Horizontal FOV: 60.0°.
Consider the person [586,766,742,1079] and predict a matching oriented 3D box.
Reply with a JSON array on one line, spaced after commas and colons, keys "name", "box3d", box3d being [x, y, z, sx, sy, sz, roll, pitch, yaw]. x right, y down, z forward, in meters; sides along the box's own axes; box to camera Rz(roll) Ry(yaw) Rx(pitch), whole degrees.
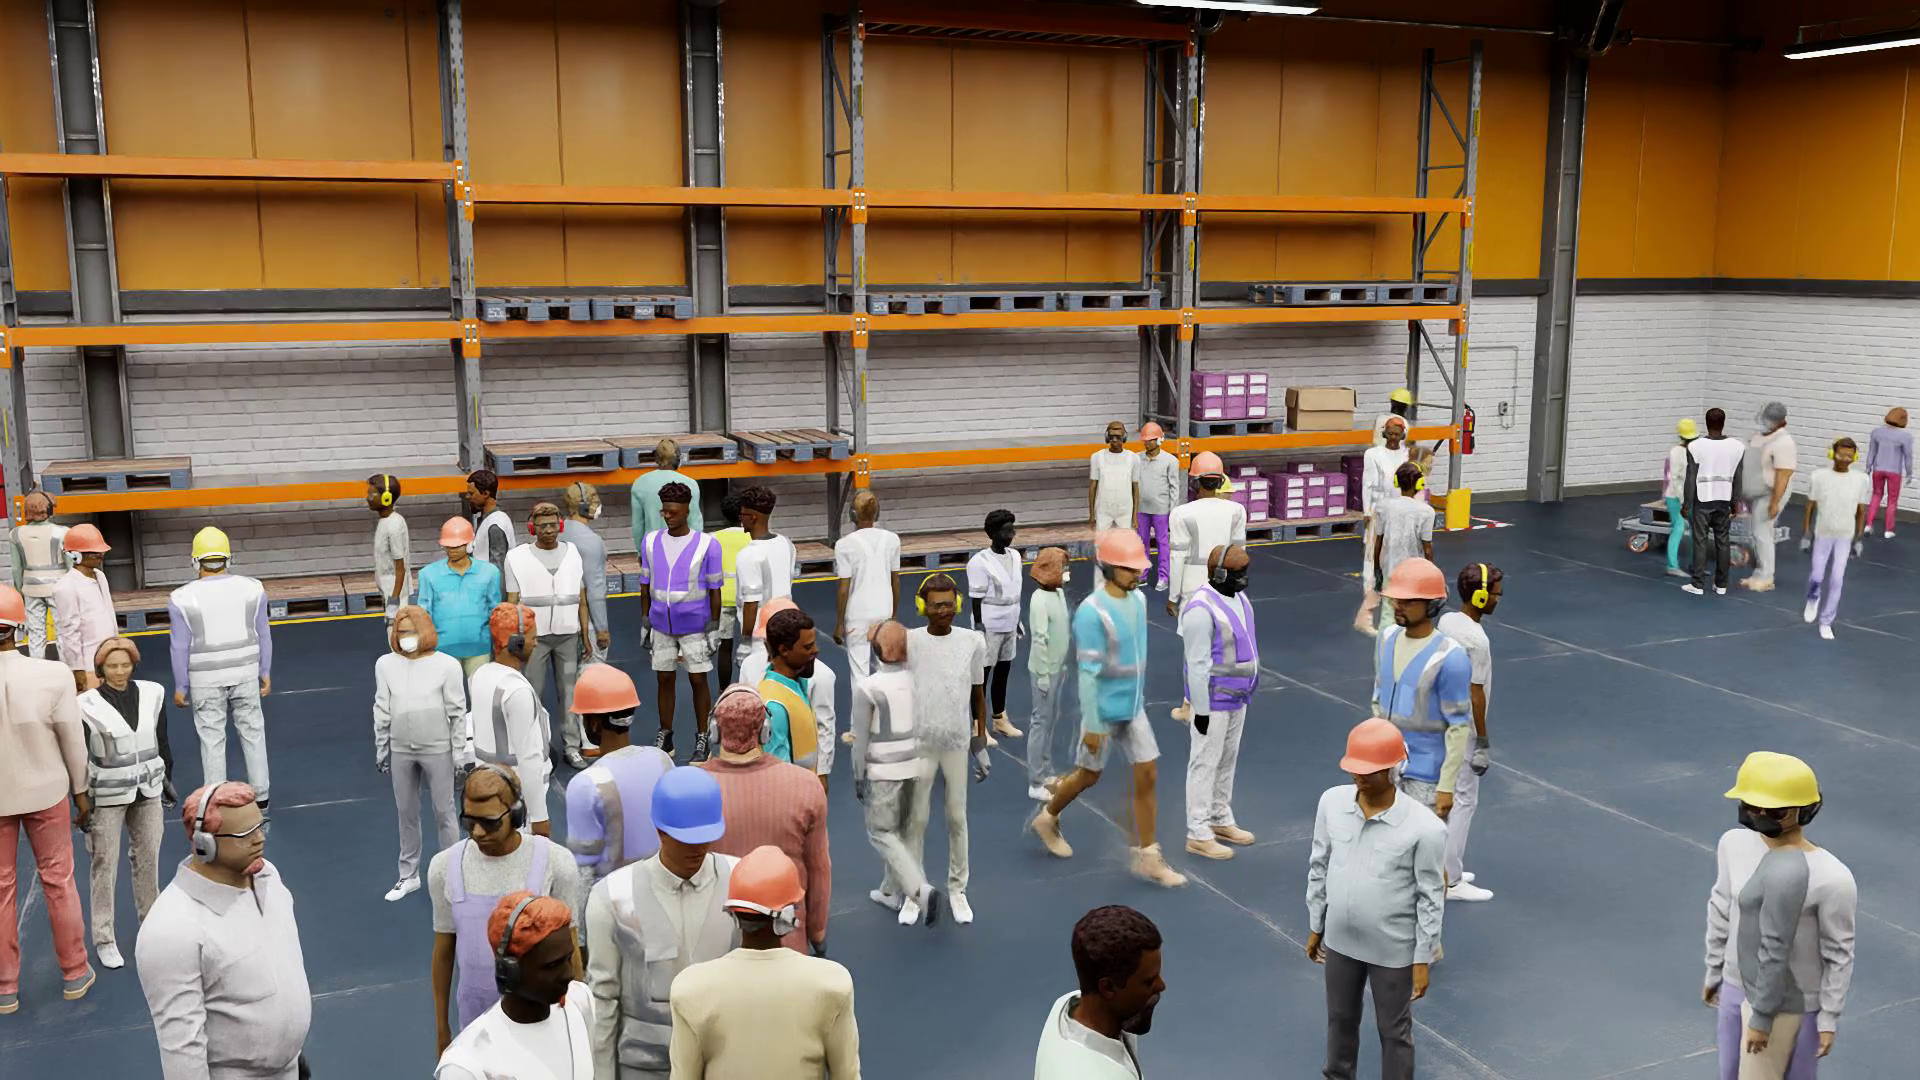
[{"name": "person", "box3d": [-0.869, 1.640, 5.265, 0.606, 1.939, 0.419, -4, 11, -22]}]

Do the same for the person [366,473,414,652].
[{"name": "person", "box3d": [-4.251, 0.430, 12.417, 0.327, 1.876, 0.521, -4, 11, -22]}]

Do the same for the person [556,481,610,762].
[{"name": "person", "box3d": [-2.604, 0.556, 11.499, 0.370, 1.940, 0.627, -8, 13, -38]}]

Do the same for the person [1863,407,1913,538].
[{"name": "person", "box3d": [11.385, -0.826, 20.364, 0.360, 1.618, 0.520, -7, 12, -33]}]

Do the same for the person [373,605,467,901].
[{"name": "person", "box3d": [-2.906, 1.149, 8.964, 0.509, 1.631, 0.270, 1, 10, 7]}]

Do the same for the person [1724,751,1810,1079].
[{"name": "person", "box3d": [2.863, 1.616, 5.941, 0.342, 1.754, 0.531, 5, 11, 25]}]

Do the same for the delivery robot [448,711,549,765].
[{"name": "delivery robot", "box3d": [-3.110, 1.280, 11.047, 0.707, 0.478, 0.477, -6, 11, -30]}]

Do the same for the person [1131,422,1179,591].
[{"name": "person", "box3d": [1.987, -0.349, 17.251, 0.573, 1.749, 0.342, 7, 12, 35]}]

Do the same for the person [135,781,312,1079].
[{"name": "person", "box3d": [-2.219, 1.672, 5.169, 0.410, 1.909, 0.643, 1, 10, 4]}]

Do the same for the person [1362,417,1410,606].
[{"name": "person", "box3d": [4.255, -0.284, 16.503, 0.574, 1.884, 0.360, -2, 10, -13]}]

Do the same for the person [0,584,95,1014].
[{"name": "person", "box3d": [-4.362, 1.188, 7.695, 0.610, 1.996, 0.378, -5, 11, -29]}]

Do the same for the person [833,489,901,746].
[{"name": "person", "box3d": [-0.656, 0.558, 11.760, 0.505, 1.847, 0.348, -6, 11, -29]}]

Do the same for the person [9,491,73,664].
[{"name": "person", "box3d": [-7.168, 0.431, 13.085, 0.511, 1.641, 0.307, 0, 10, -3]}]

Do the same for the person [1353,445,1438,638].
[{"name": "person", "box3d": [3.965, 0.038, 14.898, 0.983, 1.784, 0.548, 7, 12, 35]}]

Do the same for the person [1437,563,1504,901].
[{"name": "person", "box3d": [2.737, 1.035, 9.002, 0.344, 1.857, 0.525, -1, 10, -8]}]

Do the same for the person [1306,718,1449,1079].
[{"name": "person", "box3d": [1.574, 1.532, 6.419, 0.565, 1.749, 0.335, 9, 13, 42]}]

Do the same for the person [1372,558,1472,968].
[{"name": "person", "box3d": [2.197, 1.091, 8.111, 0.392, 2.046, 0.609, -4, 11, -24]}]

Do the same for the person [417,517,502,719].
[{"name": "person", "box3d": [-3.345, 0.705, 11.183, 0.561, 1.750, 0.324, -4, 11, -23]}]

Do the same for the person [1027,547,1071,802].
[{"name": "person", "box3d": [0.582, 0.850, 10.691, 0.285, 1.633, 0.497, 3, 10, 17]}]

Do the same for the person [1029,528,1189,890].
[{"name": "person", "box3d": [0.810, 0.907, 9.322, 1.019, 2.004, 0.622, 9, 13, 41]}]

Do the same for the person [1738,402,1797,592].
[{"name": "person", "box3d": [8.335, -0.498, 17.285, 0.537, 2.000, 0.716, 1, 10, 6]}]

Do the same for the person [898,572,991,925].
[{"name": "person", "box3d": [-0.108, 1.084, 8.668, 0.535, 1.867, 0.312, 0, 10, -2]}]

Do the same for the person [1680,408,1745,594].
[{"name": "person", "box3d": [7.696, -0.392, 17.028, 0.590, 1.916, 0.386, 0, 10, 0]}]

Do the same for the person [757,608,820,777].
[{"name": "person", "box3d": [-0.797, 1.248, 7.577, 0.377, 1.917, 0.599, 0, 10, -2]}]

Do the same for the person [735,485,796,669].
[{"name": "person", "box3d": [-1.313, 0.610, 11.112, 0.373, 1.966, 0.605, 4, 11, 23]}]

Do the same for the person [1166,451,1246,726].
[{"name": "person", "box3d": [1.807, 0.362, 12.323, 0.608, 2.044, 0.371, -3, 10, -18]}]

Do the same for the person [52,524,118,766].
[{"name": "person", "box3d": [-5.658, 0.758, 10.868, 0.330, 1.750, 0.572, -1, 10, -5]}]

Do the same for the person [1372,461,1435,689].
[{"name": "person", "box3d": [3.515, 0.302, 13.201, 0.510, 1.862, 0.327, 7, 12, 37]}]

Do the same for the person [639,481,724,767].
[{"name": "person", "box3d": [-1.910, 0.569, 11.347, 0.604, 1.966, 0.367, 2, 10, 13]}]

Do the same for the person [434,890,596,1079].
[{"name": "person", "box3d": [-1.099, 1.826, 4.349, 0.355, 1.884, 0.574, 3, 10, 18]}]

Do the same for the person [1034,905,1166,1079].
[{"name": "person", "box3d": [0.329, 1.835, 4.234, 0.393, 1.911, 0.584, 0, 10, 0]}]

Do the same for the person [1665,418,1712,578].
[{"name": "person", "box3d": [7.856, -0.447, 17.887, 0.583, 1.733, 0.401, -5, 11, -27]}]

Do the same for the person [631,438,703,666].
[{"name": "person", "box3d": [-2.467, 0.105, 14.104, 0.635, 1.936, 0.352, 3, 10, 17]}]

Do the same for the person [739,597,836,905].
[{"name": "person", "box3d": [-0.917, 1.152, 8.606, 0.563, 1.749, 0.333, 4, 11, 21]}]

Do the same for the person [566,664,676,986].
[{"name": "person", "box3d": [-1.343, 1.433, 6.487, 0.380, 1.929, 0.541, 5, 11, 28]}]

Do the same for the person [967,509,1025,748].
[{"name": "person", "box3d": [0.264, 0.615, 11.853, 0.320, 1.698, 0.531, 8, 13, 40]}]

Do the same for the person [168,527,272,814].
[{"name": "person", "box3d": [-4.543, 0.827, 10.243, 0.586, 1.835, 0.403, -8, 13, -38]}]

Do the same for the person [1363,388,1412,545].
[{"name": "person", "box3d": [5.117, -0.862, 19.799, 0.479, 1.899, 0.611, -4, 11, -24]}]

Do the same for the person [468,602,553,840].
[{"name": "person", "box3d": [-2.087, 1.222, 7.819, 0.355, 1.887, 0.573, -8, 12, -38]}]

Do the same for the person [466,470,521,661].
[{"name": "person", "box3d": [-3.431, 0.426, 12.346, 0.387, 1.910, 0.590, -4, 11, -22]}]

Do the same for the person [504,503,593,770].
[{"name": "person", "box3d": [-2.763, 0.655, 11.198, 0.565, 1.846, 0.389, -6, 11, -30]}]

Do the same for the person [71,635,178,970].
[{"name": "person", "box3d": [-4.132, 1.275, 8.233, 0.310, 1.636, 0.523, 6, 12, 32]}]

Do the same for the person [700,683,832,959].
[{"name": "person", "box3d": [-0.803, 1.478, 6.283, 0.637, 1.911, 0.403, -2, 10, -12]}]

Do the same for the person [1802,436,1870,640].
[{"name": "person", "box3d": [7.981, -0.038, 15.194, 0.494, 1.850, 0.555, 4, 11, 20]}]

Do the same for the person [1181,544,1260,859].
[{"name": "person", "box3d": [1.523, 0.925, 9.689, 0.429, 1.836, 0.624, 7, 12, 33]}]

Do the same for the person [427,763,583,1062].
[{"name": "person", "box3d": [-1.528, 1.630, 5.631, 0.518, 1.835, 0.357, 0, 10, 0]}]

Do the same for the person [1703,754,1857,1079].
[{"name": "person", "box3d": [2.873, 1.614, 5.904, 0.331, 1.768, 0.526, -6, 11, -30]}]

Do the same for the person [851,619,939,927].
[{"name": "person", "box3d": [-0.305, 1.216, 8.656, 0.524, 1.614, 0.644, -8, 13, -39]}]

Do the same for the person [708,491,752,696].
[{"name": "person", "box3d": [-1.695, 0.471, 12.689, 0.532, 1.697, 0.322, 0, 10, 0]}]

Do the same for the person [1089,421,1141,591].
[{"name": "person", "box3d": [1.529, -0.261, 16.481, 0.507, 1.846, 0.345, 0, 10, 3]}]

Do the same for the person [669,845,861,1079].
[{"name": "person", "box3d": [-0.583, 1.774, 5.021, 0.575, 1.748, 0.329, -1, 10, -6]}]
